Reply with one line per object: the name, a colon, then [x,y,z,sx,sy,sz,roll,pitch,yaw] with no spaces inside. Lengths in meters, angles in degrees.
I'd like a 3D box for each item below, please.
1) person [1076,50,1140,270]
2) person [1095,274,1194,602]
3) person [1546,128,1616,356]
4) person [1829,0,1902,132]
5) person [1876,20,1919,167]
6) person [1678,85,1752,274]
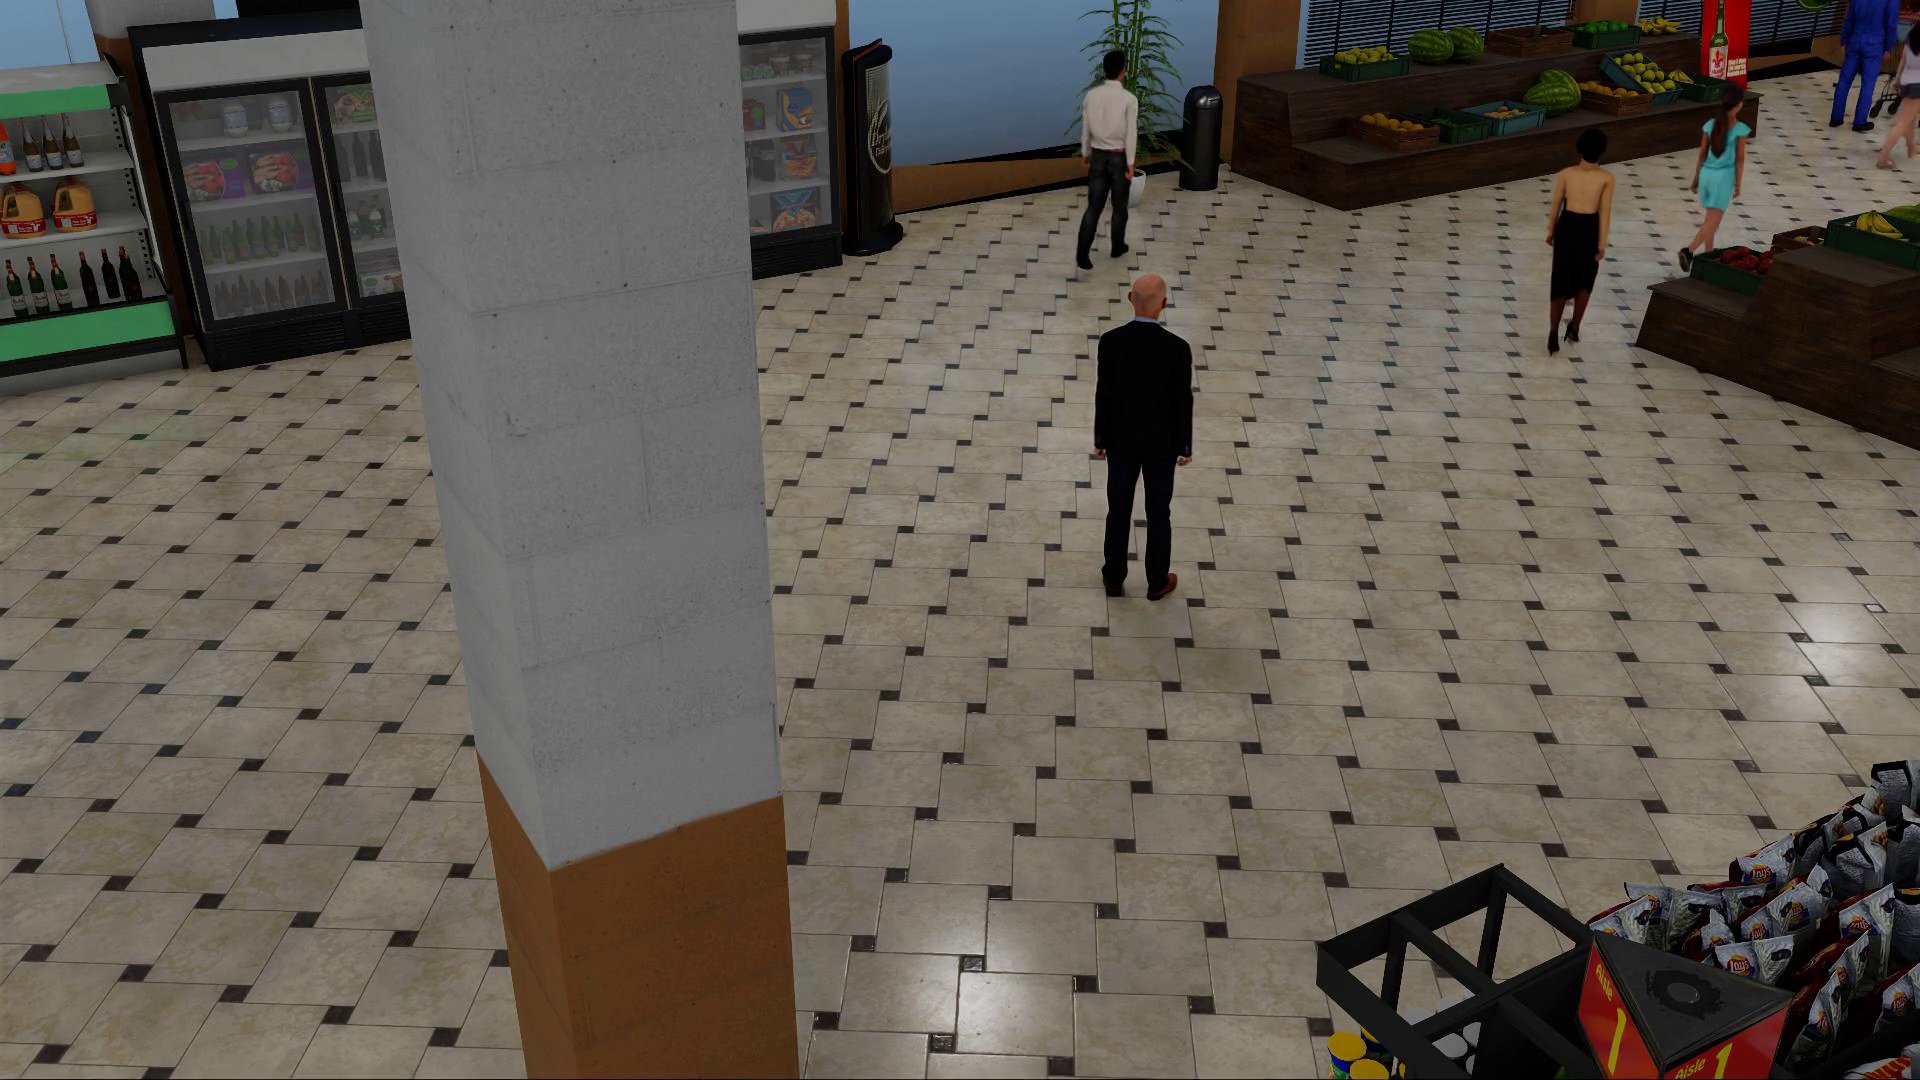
person: [1.201,-3.122,13.860,1.071,1.777,1.260,13,30,24]
person: [0.953,-0.523,8.709,0.756,1.800,0.815,7,28,14]
person: [4.443,-2.129,12.051,0.740,1.642,0.798,14,30,25]
person: [10.094,-5.515,18.525,0.597,1.826,0.748,-19,33,-33]
person: [9.668,-4.626,16.941,1.015,1.673,0.692,-10,29,-19]
person: [6.273,-2.977,13.838,1.039,1.538,0.630,-19,33,-33]
